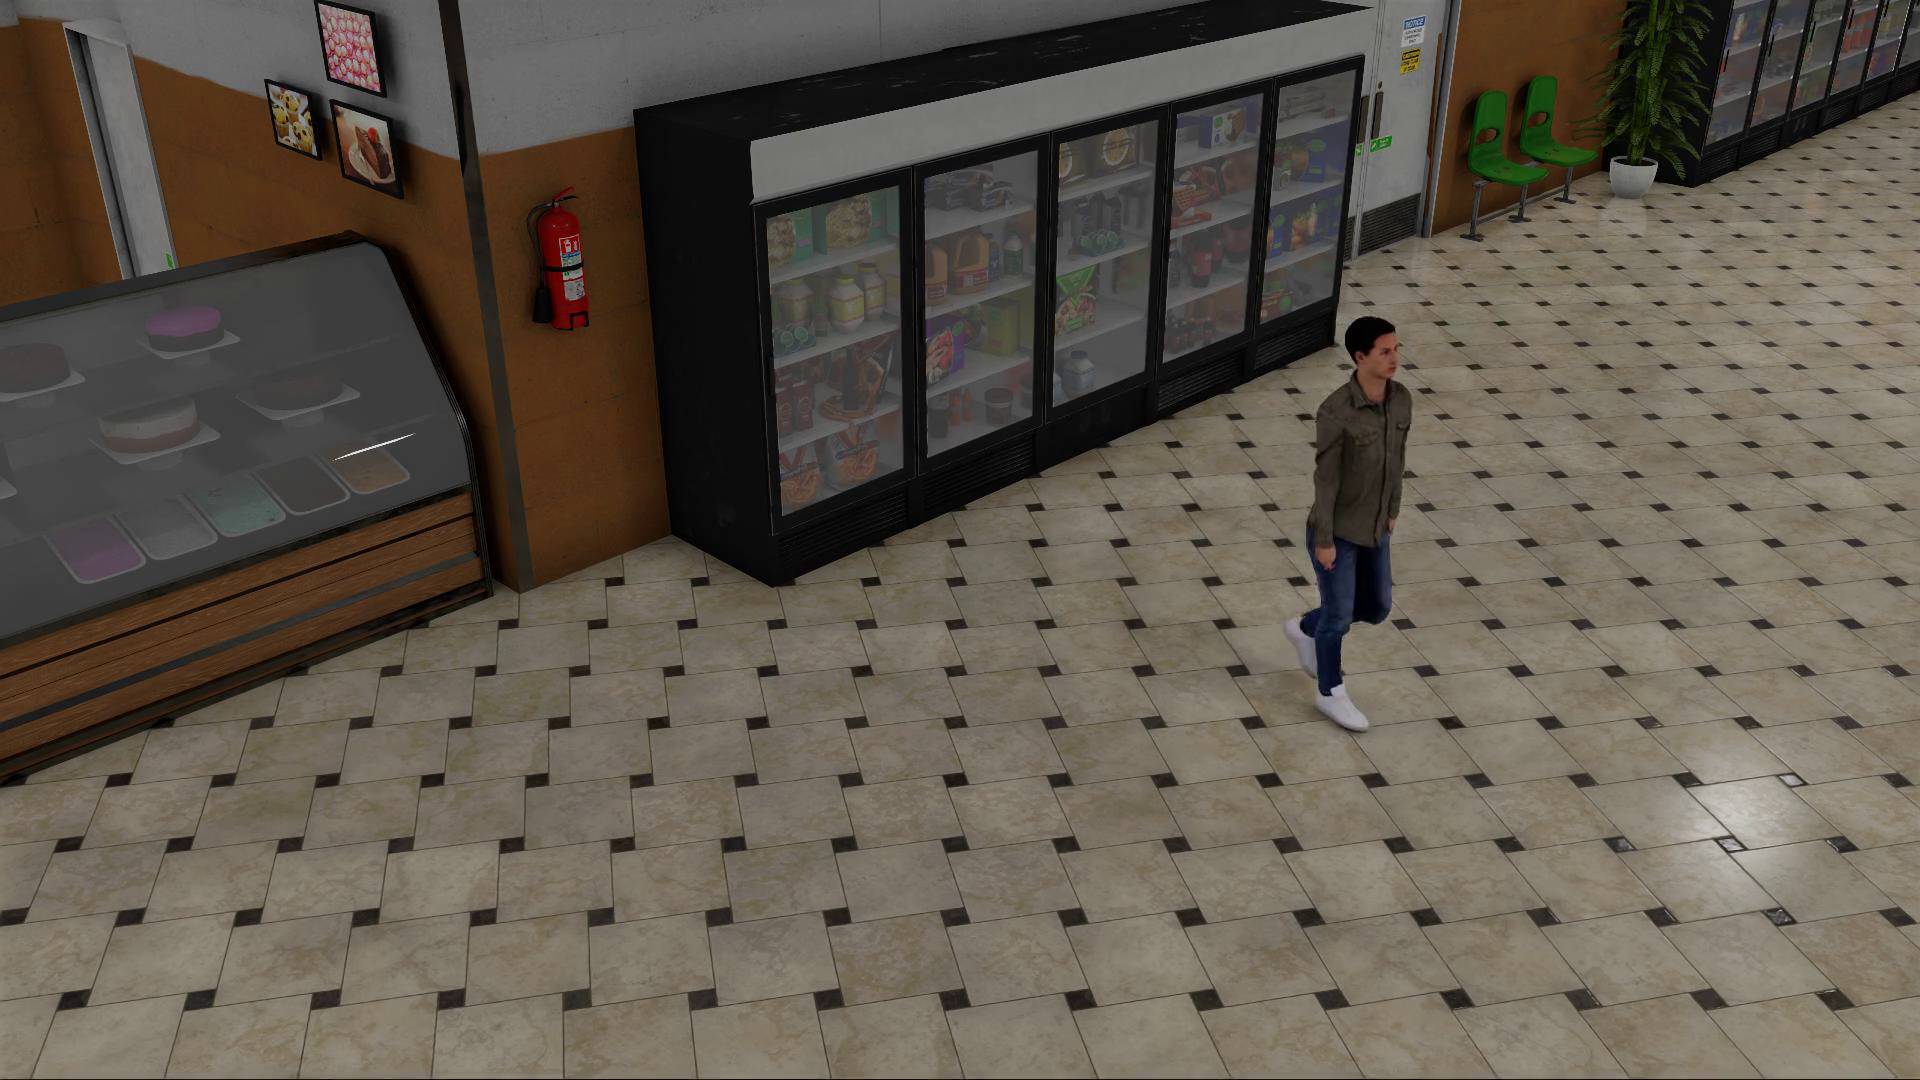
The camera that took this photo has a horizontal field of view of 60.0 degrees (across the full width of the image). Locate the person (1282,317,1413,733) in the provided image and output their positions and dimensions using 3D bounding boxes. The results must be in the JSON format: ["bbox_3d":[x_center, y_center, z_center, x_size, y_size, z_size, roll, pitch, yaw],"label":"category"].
[{"bbox_3d":[1.619,-0.093,7.163,0.792,1.853,0.917,-17,31,-30],"label":"person"}]
